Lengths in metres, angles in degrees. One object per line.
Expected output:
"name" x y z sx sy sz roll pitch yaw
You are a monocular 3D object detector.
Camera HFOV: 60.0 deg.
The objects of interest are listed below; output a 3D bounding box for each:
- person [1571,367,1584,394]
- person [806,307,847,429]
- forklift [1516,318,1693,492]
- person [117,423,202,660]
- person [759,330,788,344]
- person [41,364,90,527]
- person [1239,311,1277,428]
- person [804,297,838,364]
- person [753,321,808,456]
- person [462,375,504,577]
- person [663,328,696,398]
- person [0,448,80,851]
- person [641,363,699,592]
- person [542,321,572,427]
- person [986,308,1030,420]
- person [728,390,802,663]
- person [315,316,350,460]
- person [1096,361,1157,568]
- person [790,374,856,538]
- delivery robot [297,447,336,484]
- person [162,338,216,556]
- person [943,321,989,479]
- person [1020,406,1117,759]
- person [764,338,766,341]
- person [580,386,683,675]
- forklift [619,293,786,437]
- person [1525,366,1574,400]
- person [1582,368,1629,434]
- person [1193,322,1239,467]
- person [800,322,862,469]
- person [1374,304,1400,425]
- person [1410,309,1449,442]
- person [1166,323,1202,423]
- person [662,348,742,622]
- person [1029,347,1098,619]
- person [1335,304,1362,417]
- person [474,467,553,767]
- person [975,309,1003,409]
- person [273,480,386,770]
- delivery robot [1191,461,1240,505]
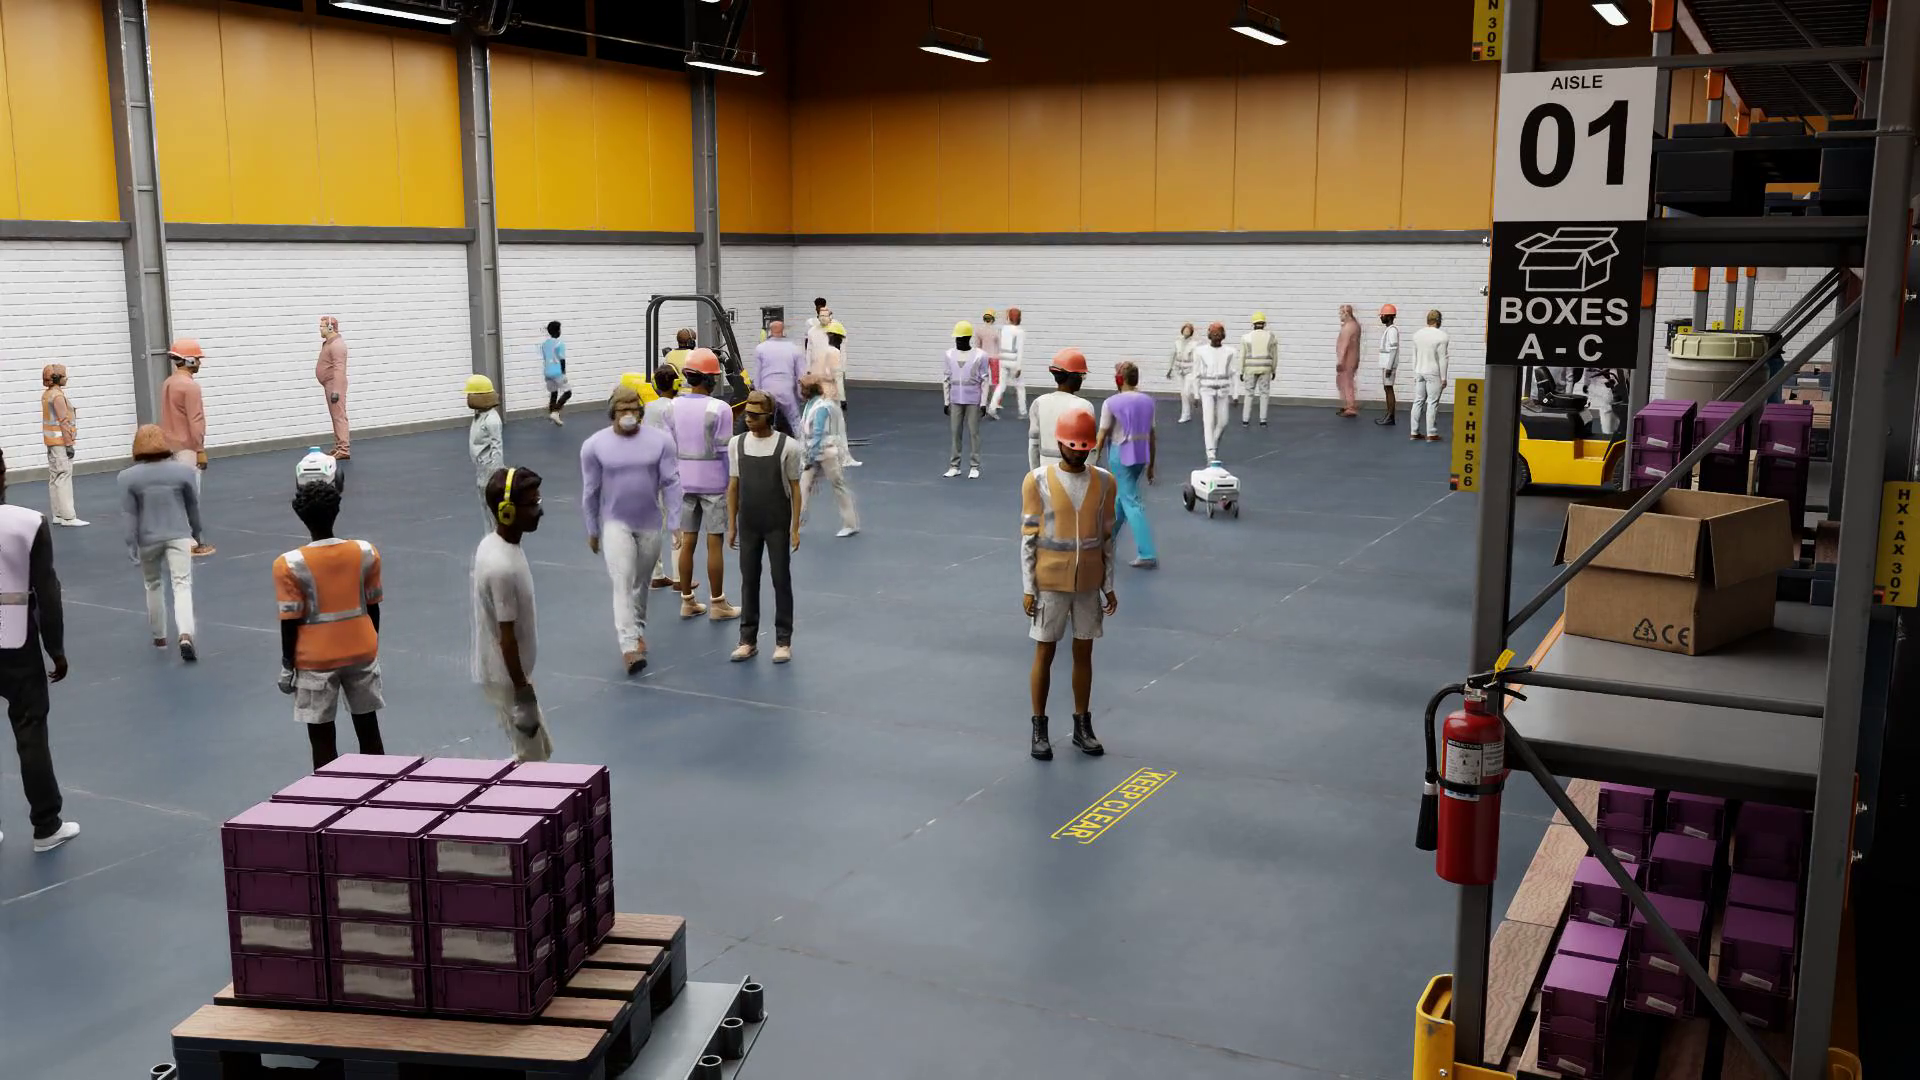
"person" 8.470 -2.292 23.342 0.538 2.000 0.686 0 10 0
"person" -2.089 -2.657 25.840 0.636 1.911 0.404 2 10 10
"forklift" 7.066 -1.601 18.899 2.313 2.155 1.214 5 11 27
"person" -5.420 0.007 11.315 0.496 1.604 0.814 -5 11 -25
"person" -2.906 -2.710 26.342 0.429 1.844 0.627 -9 13 -41
"person" -9.046 -0.949 16.729 0.307 1.641 0.513 -9 13 -43
"person" 4.685 -2.675 26.181 0.596 1.831 0.404 1 10 5
"person" -2.449 -3.310 29.454 0.614 1.963 0.362 0 10 1
"person" -2.334 -1.947 21.891 0.797 1.869 0.519 -3 10 -19
"person" -3.960 -0.513 13.911 0.316 1.741 0.488 -6 11 -29
"person" -3.286 -1.639 20.141 0.625 1.844 0.429 7 12 34
"person" -4.394 0.497 7.568 0.587 1.915 0.395 -2 10 -11
"person" -2.365 -0.509 13.555 0.503 1.863 0.323 5 11 26
"person" -6.365 -2.616 26.234 0.547 1.682 0.370 8 13 40
"person" 0.800 -2.882 27.339 0.579 1.852 0.928 9 13 41
"person" -1.311 -0.089 11.164 0.506 1.842 0.344 2 10 12
"person" -8.357 -2.020 22.160 0.409 1.909 0.640 -5 11 -25
"person" 1.440 -0.671 14.670 0.593 1.794 0.964 -8 13 -39
"person" -1.389 -0.798 15.971 0.890 1.581 0.533 -4 11 -24
"delivery robot" -7.270 -0.810 18.791 0.477 0.478 0.707 -2 10 -13
"person" -7.041 -0.848 15.187 0.439 1.981 0.628 -9 13 -42
"person" 0.065 -1.709 20.305 0.589 1.924 0.384 4 11 22
"person" 0.602 0.233 9.053 0.542 1.928 0.375 -2 10 -13
"person" -2.877 -2.584 25.828 0.316 1.767 0.535 -6 11 -31
"person" -2.167 -0.080 11.044 0.634 1.873 1.068 -4 10 -20
"forklift" -3.588 -2.317 23.042 2.313 2.155 1.214 -1 10 -5
"person" 7.489 -1.815 21.211 0.586 1.825 0.404 7 12 34
"person" 9.103 -2.187 23.415 0.639 1.810 0.794 -1 10 -4
"person" 3.319 -1.904 21.631 0.591 1.859 0.772 0 10 1
"person" -1.729 -1.843 21.260 0.901 1.873 0.662 -4 11 -21
"person" 6.817 -2.797 26.567 0.367 1.935 0.552 2 10 10
"person" 6.861 -2.397 24.288 0.378 1.930 0.626 -6 12 -33
"person" 3.600 -2.684 26.840 0.538 1.611 0.660 8 13 39
"person" -1.907 -0.405 12.413 0.615 2.043 0.373 5 11 25
"person" 0.808 -0.432 12.571 0.616 2.041 0.381 9 14 44
"person" 6.454 -3.009 27.941 0.583 1.884 0.664 5 11 27
"person" -1.907 0.603 7.129 0.537 1.849 0.588 -3 10 -16
"person" 0.521 -3.173 29.260 0.523 1.761 0.326 3 10 17
"person" -2.948 0.561 7.819 0.322 1.697 0.531 9 13 41
"delivery robot" 2.688 -0.591 17.521 0.477 0.478 0.707 -2 10 -9
